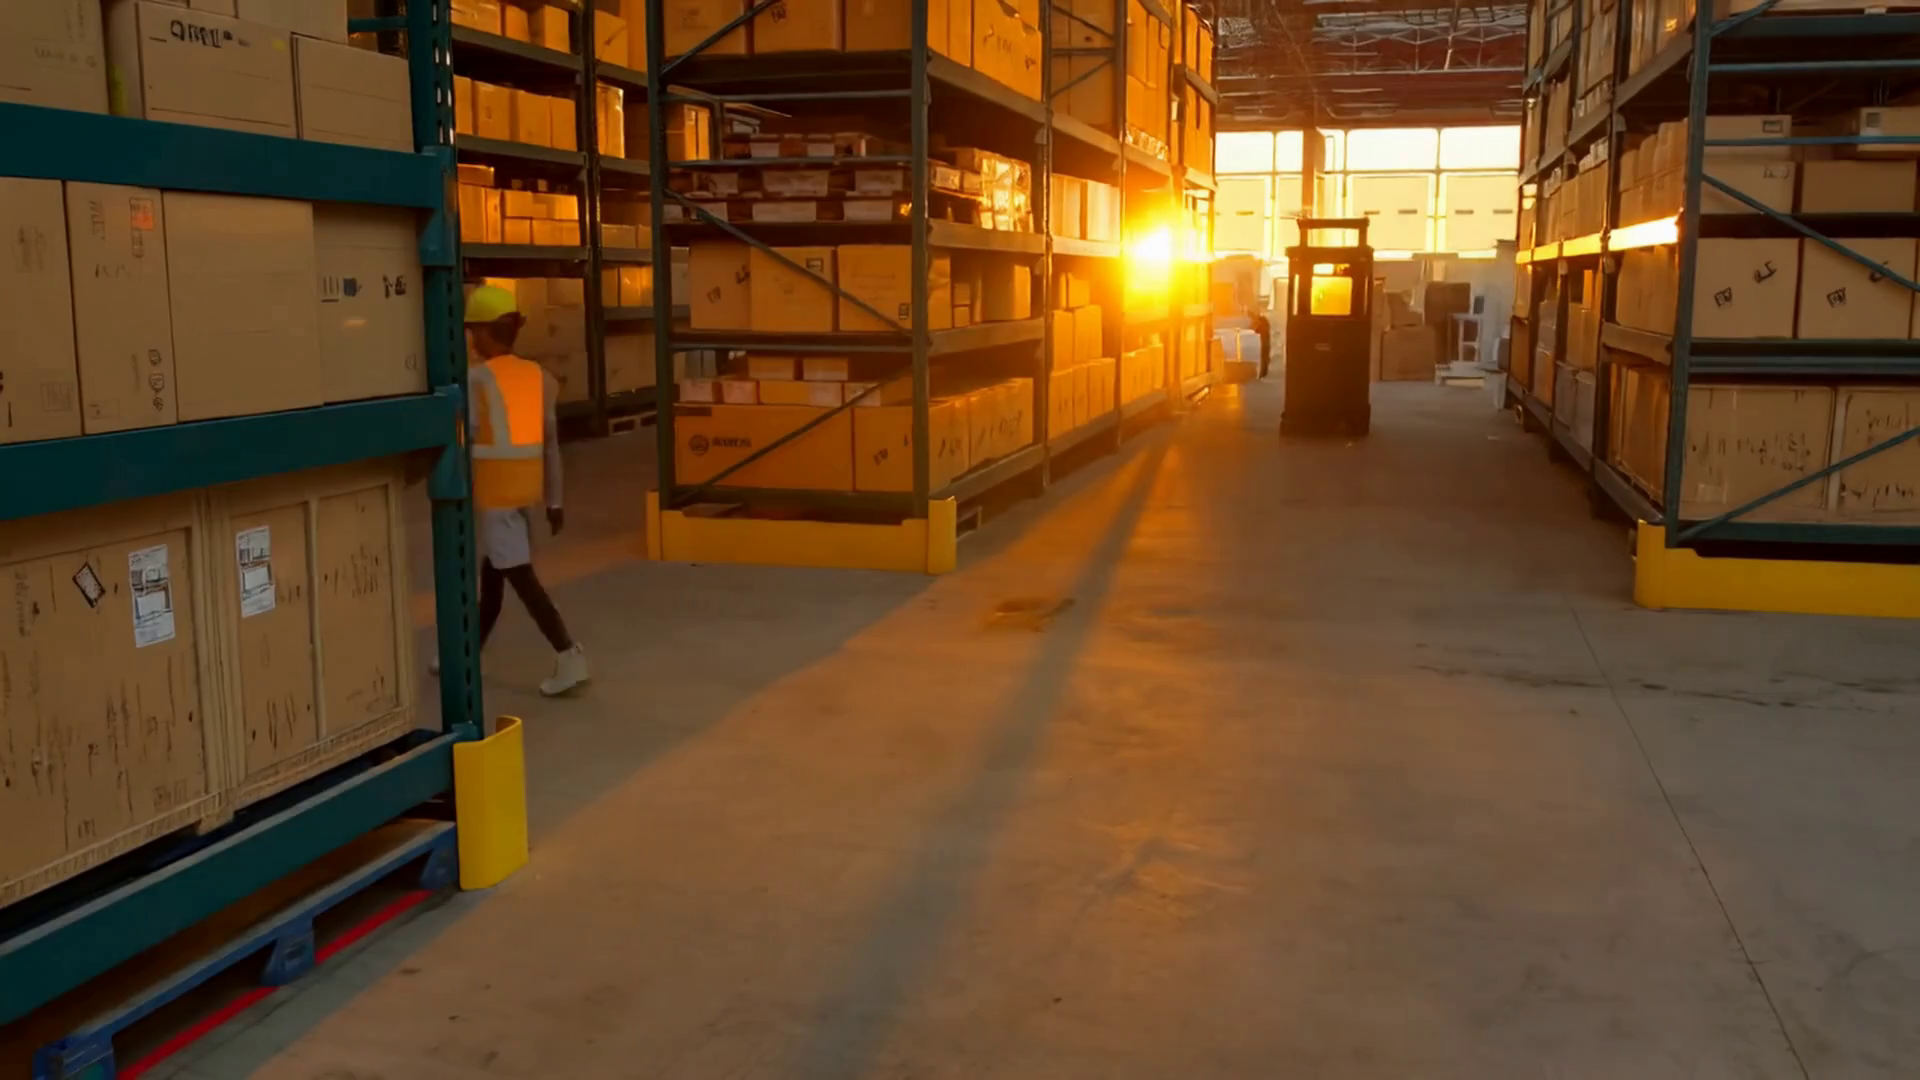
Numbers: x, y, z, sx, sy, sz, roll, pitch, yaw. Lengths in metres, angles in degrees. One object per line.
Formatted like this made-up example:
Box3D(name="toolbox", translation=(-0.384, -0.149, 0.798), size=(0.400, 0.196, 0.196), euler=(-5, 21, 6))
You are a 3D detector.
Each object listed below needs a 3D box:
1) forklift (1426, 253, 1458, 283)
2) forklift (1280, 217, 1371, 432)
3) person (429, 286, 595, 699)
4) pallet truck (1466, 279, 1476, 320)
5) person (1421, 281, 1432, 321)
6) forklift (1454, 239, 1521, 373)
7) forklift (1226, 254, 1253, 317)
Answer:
Box3D(name="forklift", translation=(15.202, -7.696, 52.666), size=(1.129, 2.768, 1.873), euler=(-2, 9, -11))
Box3D(name="forklift", translation=(4.964, -2.914, 22.284), size=(1.129, 2.768, 1.873), euler=(2, 9, 15))
Box3D(name="person", translation=(-2.200, -0.228, 8.057), size=(1.073, 1.992, 0.627), euler=(4, 10, 26))
Box3D(name="pallet truck", translation=(18.896, -8.459, 60.307), size=(1.885, 1.965, 0.823), euler=(5, 10, 31))
Box3D(name="person", translation=(14.140, -6.799, 49.991), size=(0.383, 1.931, 0.628), euler=(-9, 12, -44))
Box3D(name="forklift", translation=(11.532, -4.888, 34.828), size=(1.873, 2.768, 1.129), euler=(7, 12, 39))
Box3D(name="forklift", translation=(9.270, -8.127, 55.406), size=(1.873, 2.768, 1.129), euler=(-7, 11, -38))
